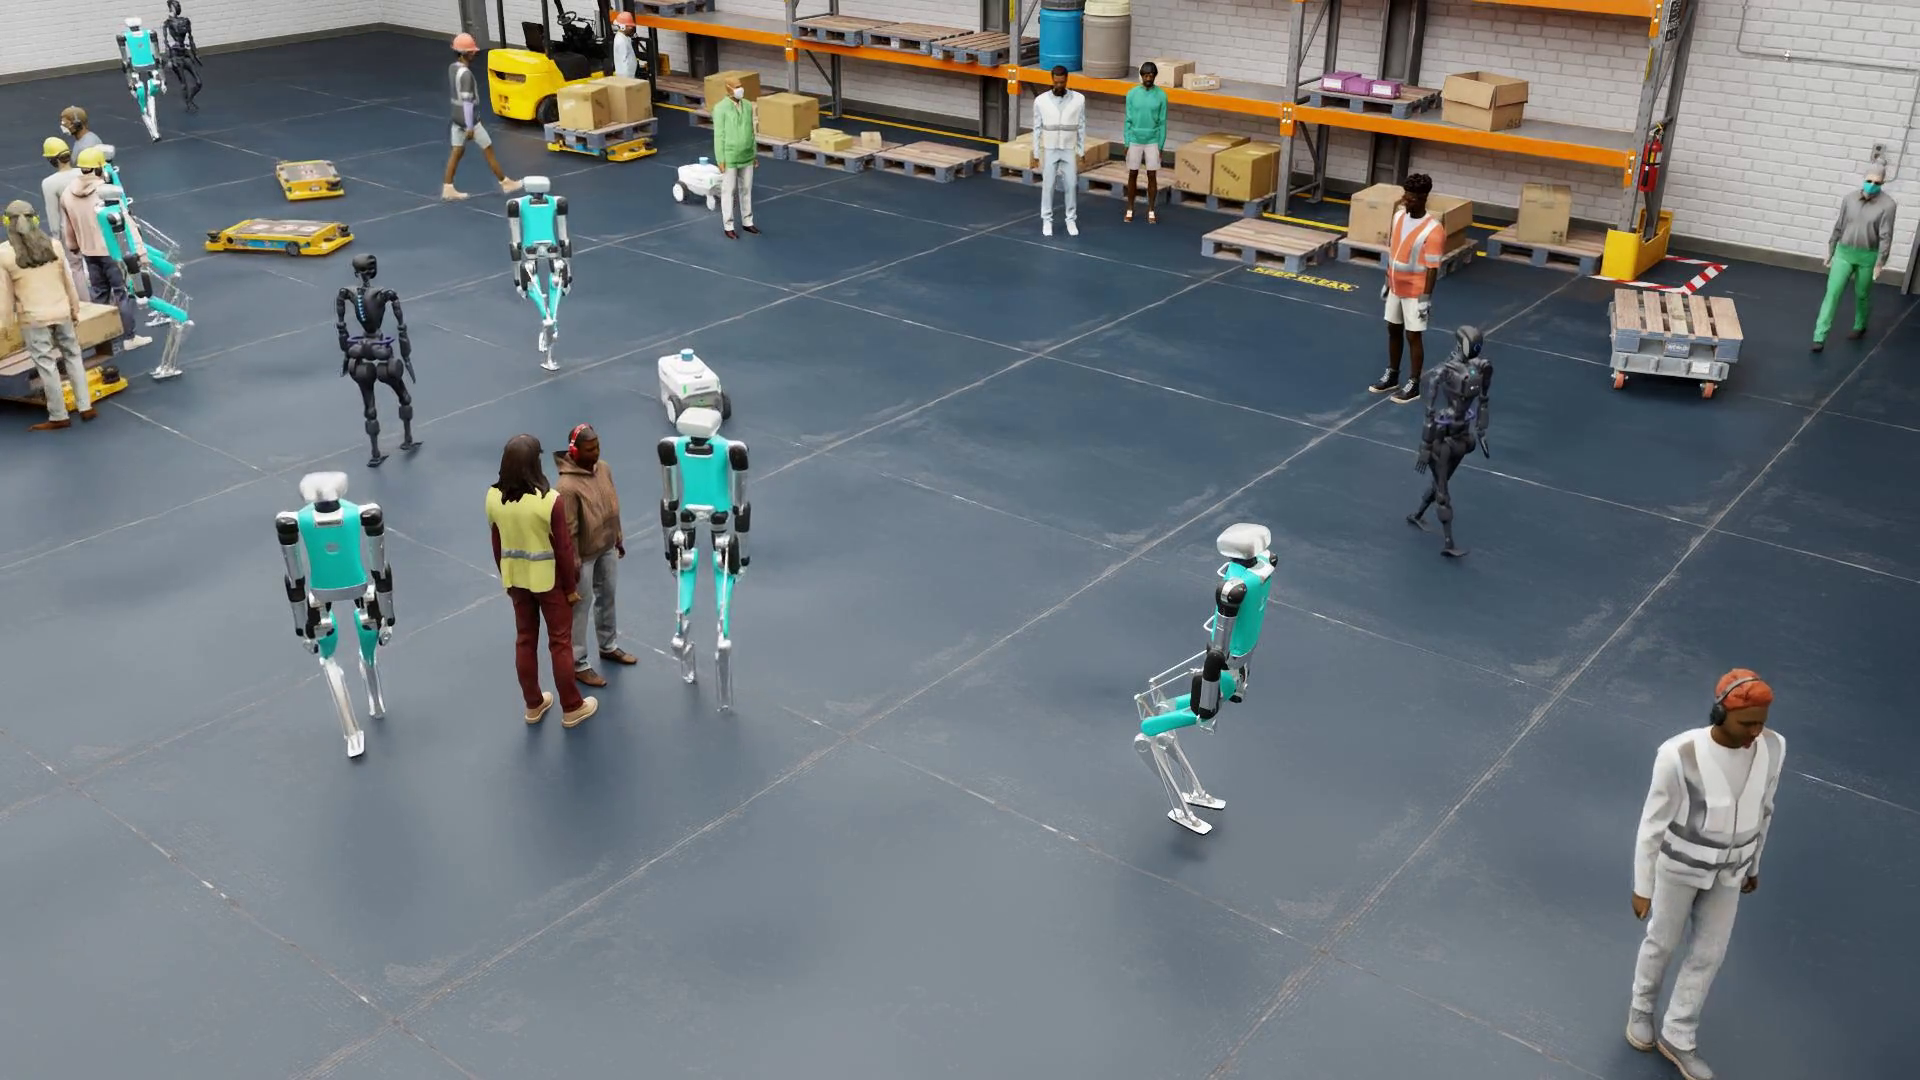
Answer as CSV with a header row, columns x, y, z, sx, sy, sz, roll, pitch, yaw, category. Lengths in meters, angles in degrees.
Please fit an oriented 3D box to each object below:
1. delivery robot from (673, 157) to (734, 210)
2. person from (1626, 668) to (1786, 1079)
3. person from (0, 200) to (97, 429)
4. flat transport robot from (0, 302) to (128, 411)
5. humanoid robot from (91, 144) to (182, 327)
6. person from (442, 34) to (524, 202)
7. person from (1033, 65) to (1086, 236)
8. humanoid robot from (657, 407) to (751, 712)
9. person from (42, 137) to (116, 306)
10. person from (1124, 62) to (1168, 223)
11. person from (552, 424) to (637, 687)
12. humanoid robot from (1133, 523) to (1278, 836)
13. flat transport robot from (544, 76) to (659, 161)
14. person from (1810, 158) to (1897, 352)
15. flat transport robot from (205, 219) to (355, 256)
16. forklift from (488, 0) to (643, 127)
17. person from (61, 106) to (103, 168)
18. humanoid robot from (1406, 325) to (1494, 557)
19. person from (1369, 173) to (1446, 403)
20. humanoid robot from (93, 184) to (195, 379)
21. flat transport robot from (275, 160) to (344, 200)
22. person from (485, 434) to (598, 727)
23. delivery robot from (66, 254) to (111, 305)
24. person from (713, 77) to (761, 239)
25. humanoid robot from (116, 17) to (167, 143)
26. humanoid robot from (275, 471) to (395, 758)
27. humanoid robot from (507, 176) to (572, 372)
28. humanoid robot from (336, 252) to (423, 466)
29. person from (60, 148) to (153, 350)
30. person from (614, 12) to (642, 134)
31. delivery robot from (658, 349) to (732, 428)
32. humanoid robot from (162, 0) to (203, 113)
x,y,z,sx,sy,sz,roll,pitch,yaw,category
-3.115,-4.353,20.269,0.499,0.606,0.809,-23,34,-39,delivery robot
3.065,1.381,6.863,0.606,1.875,0.525,-4,26,-8,person
-7.448,-1.818,13.517,0.396,1.865,0.589,22,33,37,person
-8.050,-1.381,14.431,1.431,0.231,0.659,9,27,18,flat transport robot
-7.777,-2.926,15.893,0.727,1.743,0.530,-13,29,-25,humanoid robot
-5.952,-5.153,20.283,1.082,1.977,0.607,-20,32,-35,person
1.116,-4.407,18.821,0.596,1.906,0.402,-2,26,-4,person
-1.512,0.205,9.546,0.537,1.828,0.807,4,26,8,humanoid robot
-8.545,-3.019,16.116,0.340,1.754,0.536,17,31,31,person
2.149,-4.625,19.342,0.496,1.843,0.404,4,26,8,person
-2.188,0.072,9.841,0.309,1.644,0.453,13,29,25,person
1.166,0.656,8.369,0.735,1.677,0.533,15,29,27,humanoid robot
-4.897,-5.410,22.774,1.431,0.231,0.659,16,30,30,flat transport robot
8.249,-2.634,15.279,0.563,1.800,0.960,21,33,37,person
-7.597,-3.383,18.577,1.431,0.231,0.659,4,26,8,flat transport robot
-5.874,-7.334,24.552,1.214,2.155,2.313,19,32,34,forklift
-8.616,-3.370,16.648,0.368,1.931,0.628,-13,29,-24,person
3.409,-0.714,11.480,0.584,1.623,0.774,-13,28,-24,humanoid robot
3.791,-2.131,14.051,0.374,1.958,0.599,-11,28,-21,person
-7.031,-2.258,14.525,0.733,1.763,0.531,-18,31,-33,humanoid robot
-8.228,-4.558,21.010,0.659,0.231,1.431,-12,28,-23,flat transport robot
-2.371,0.248,9.334,0.466,1.768,0.378,7,27,13,person
-8.770,-2.629,16.675,0.499,0.585,0.775,-21,33,-36,delivery robot
-2.520,-4.320,18.775,0.548,1.784,0.384,-21,33,-37,person
-11.307,-6.358,23.034,0.546,1.735,0.985,-19,32,-34,humanoid robot
-3.372,0.386,9.167,0.547,1.859,0.855,-8,27,-17,humanoid robot
-3.613,-2.285,14.584,0.566,1.716,1.002,-11,28,-22,humanoid robot
-4.540,-1.425,12.913,0.601,1.641,0.581,3,26,6,humanoid robot
-7.835,-2.647,15.233,0.819,1.855,0.433,6,26,12,person
-4.672,-6.539,23.422,0.347,1.739,0.571,-5,26,-11,person
-2.263,-1.301,13.925,0.499,0.586,0.782,-12,28,-24,delivery robot
-11.693,-7.263,24.991,0.334,1.642,0.609,10,27,19,humanoid robot
